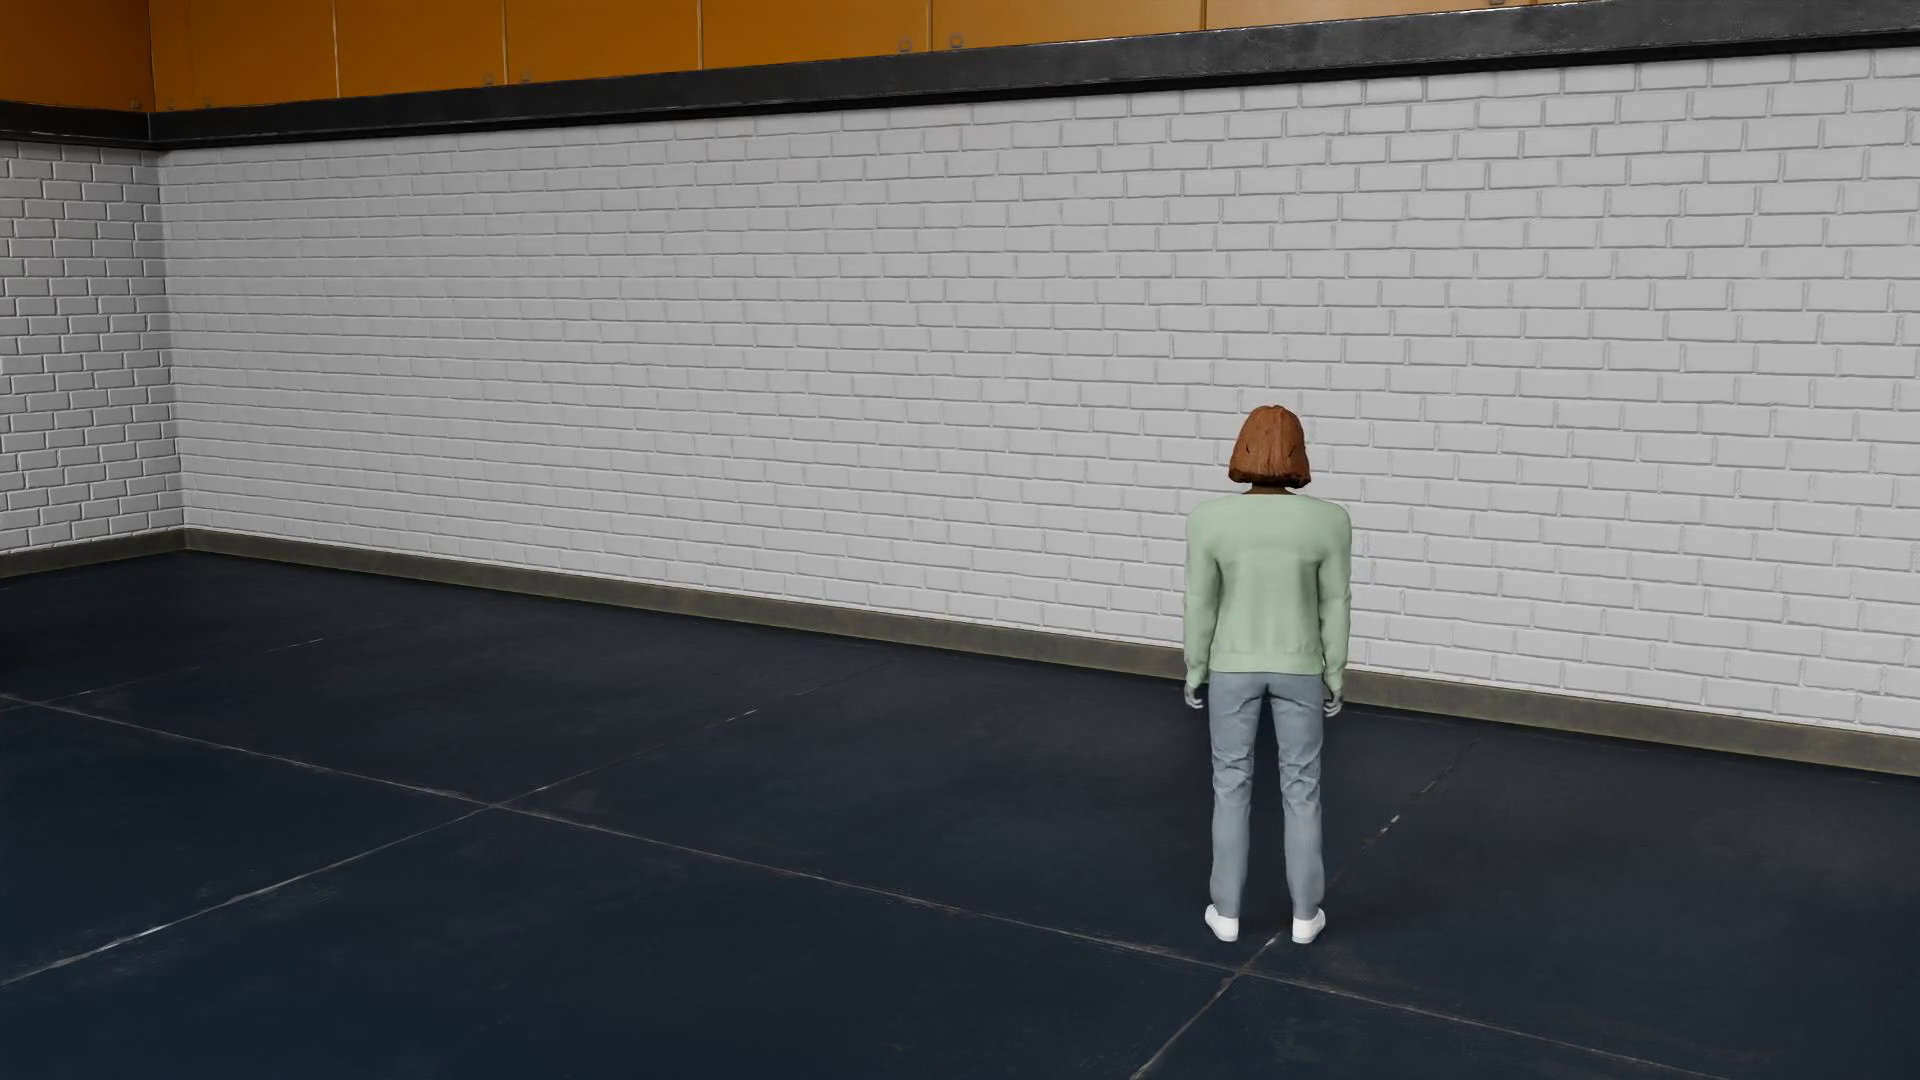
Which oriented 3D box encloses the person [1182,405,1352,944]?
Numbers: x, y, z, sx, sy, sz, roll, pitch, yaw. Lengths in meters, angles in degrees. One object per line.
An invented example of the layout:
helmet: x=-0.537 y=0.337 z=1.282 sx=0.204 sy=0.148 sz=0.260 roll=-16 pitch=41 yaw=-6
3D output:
person: x=0.918 y=0.410 z=5.026 sx=0.501 sy=1.633 sz=0.283 roll=1 pitch=9 yaw=9
